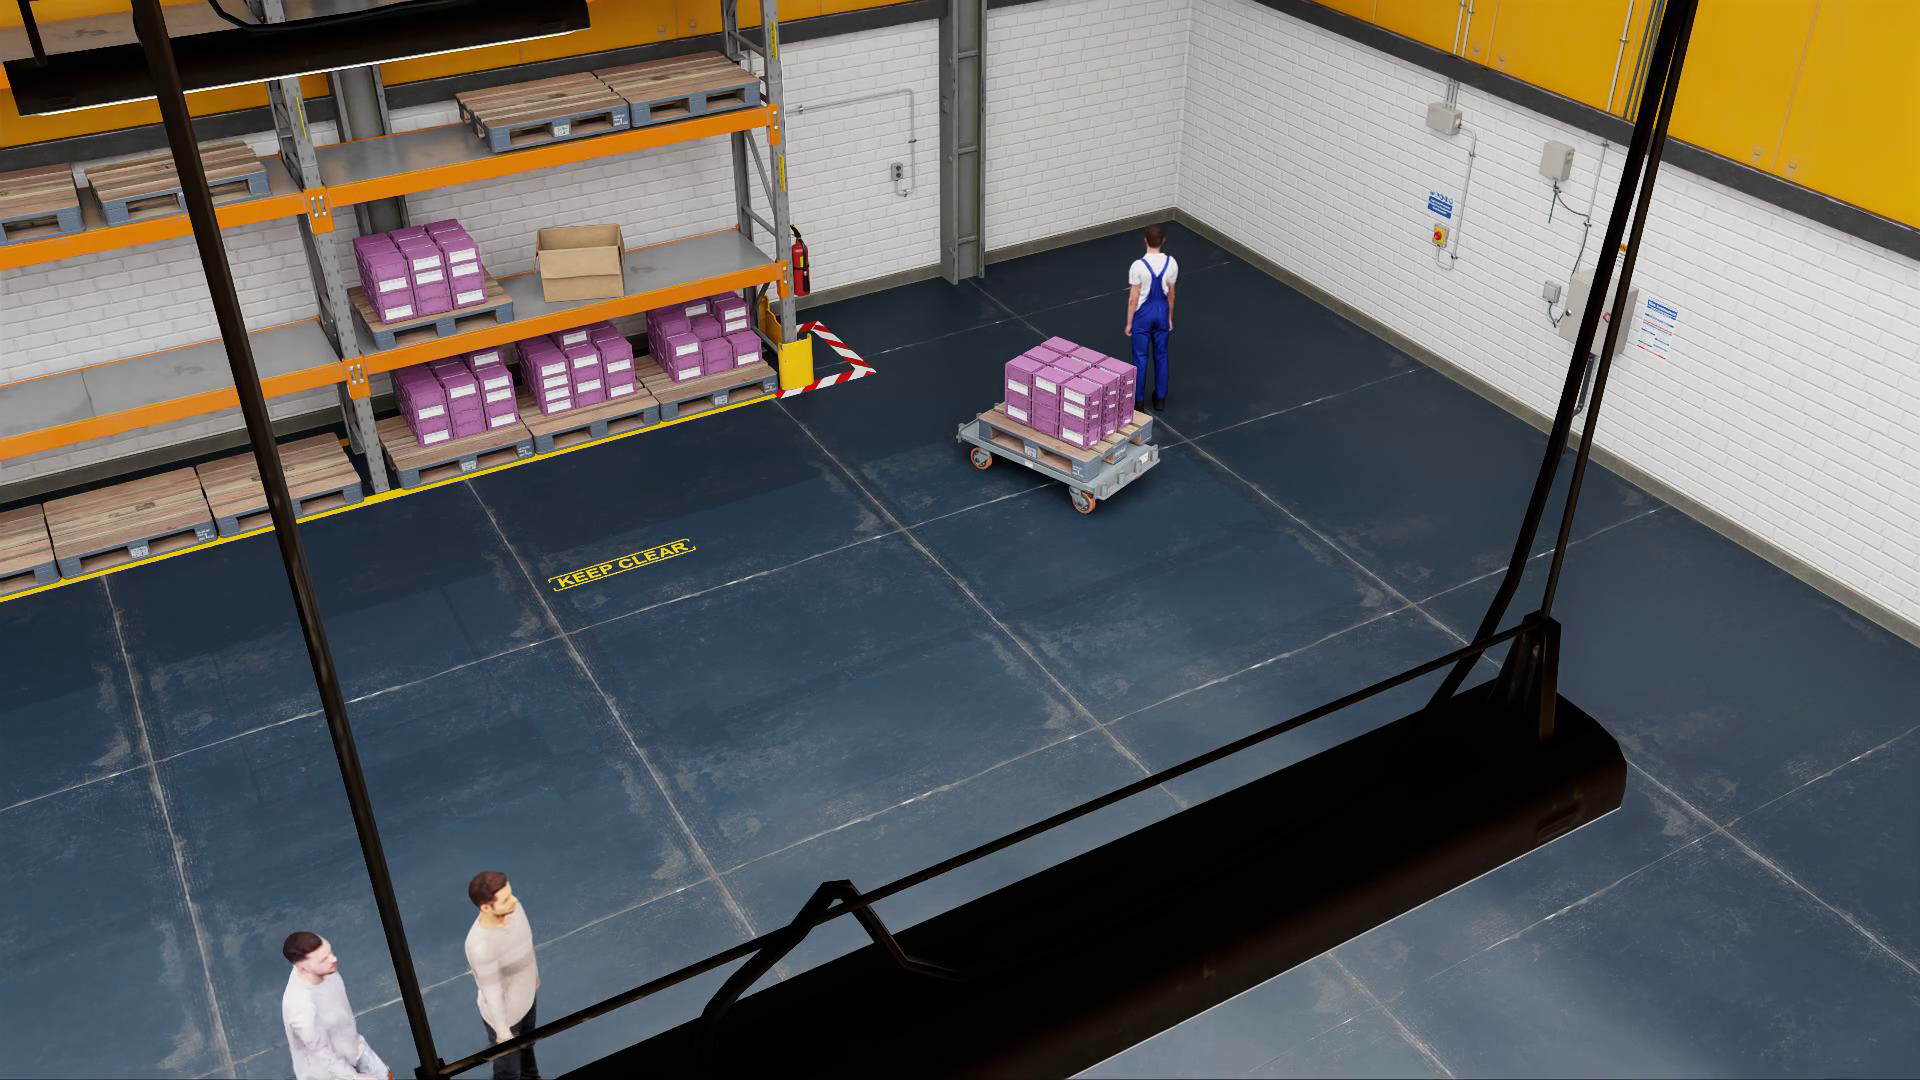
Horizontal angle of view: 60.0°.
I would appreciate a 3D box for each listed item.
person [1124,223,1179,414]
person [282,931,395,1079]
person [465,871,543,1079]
[{"bbox_3d":[1.765,-2.058,15.463,0.593,1.849,0.747,-8,35,-12],"label":"person"},{"bbox_3d":[-3.281,2.644,8.436,1.219,1.796,1.035,-1,34,-1],"label":"person"},{"bbox_3d":[-2.365,2.421,8.708,0.767,1.866,0.735,4,34,6],"label":"person"}]
